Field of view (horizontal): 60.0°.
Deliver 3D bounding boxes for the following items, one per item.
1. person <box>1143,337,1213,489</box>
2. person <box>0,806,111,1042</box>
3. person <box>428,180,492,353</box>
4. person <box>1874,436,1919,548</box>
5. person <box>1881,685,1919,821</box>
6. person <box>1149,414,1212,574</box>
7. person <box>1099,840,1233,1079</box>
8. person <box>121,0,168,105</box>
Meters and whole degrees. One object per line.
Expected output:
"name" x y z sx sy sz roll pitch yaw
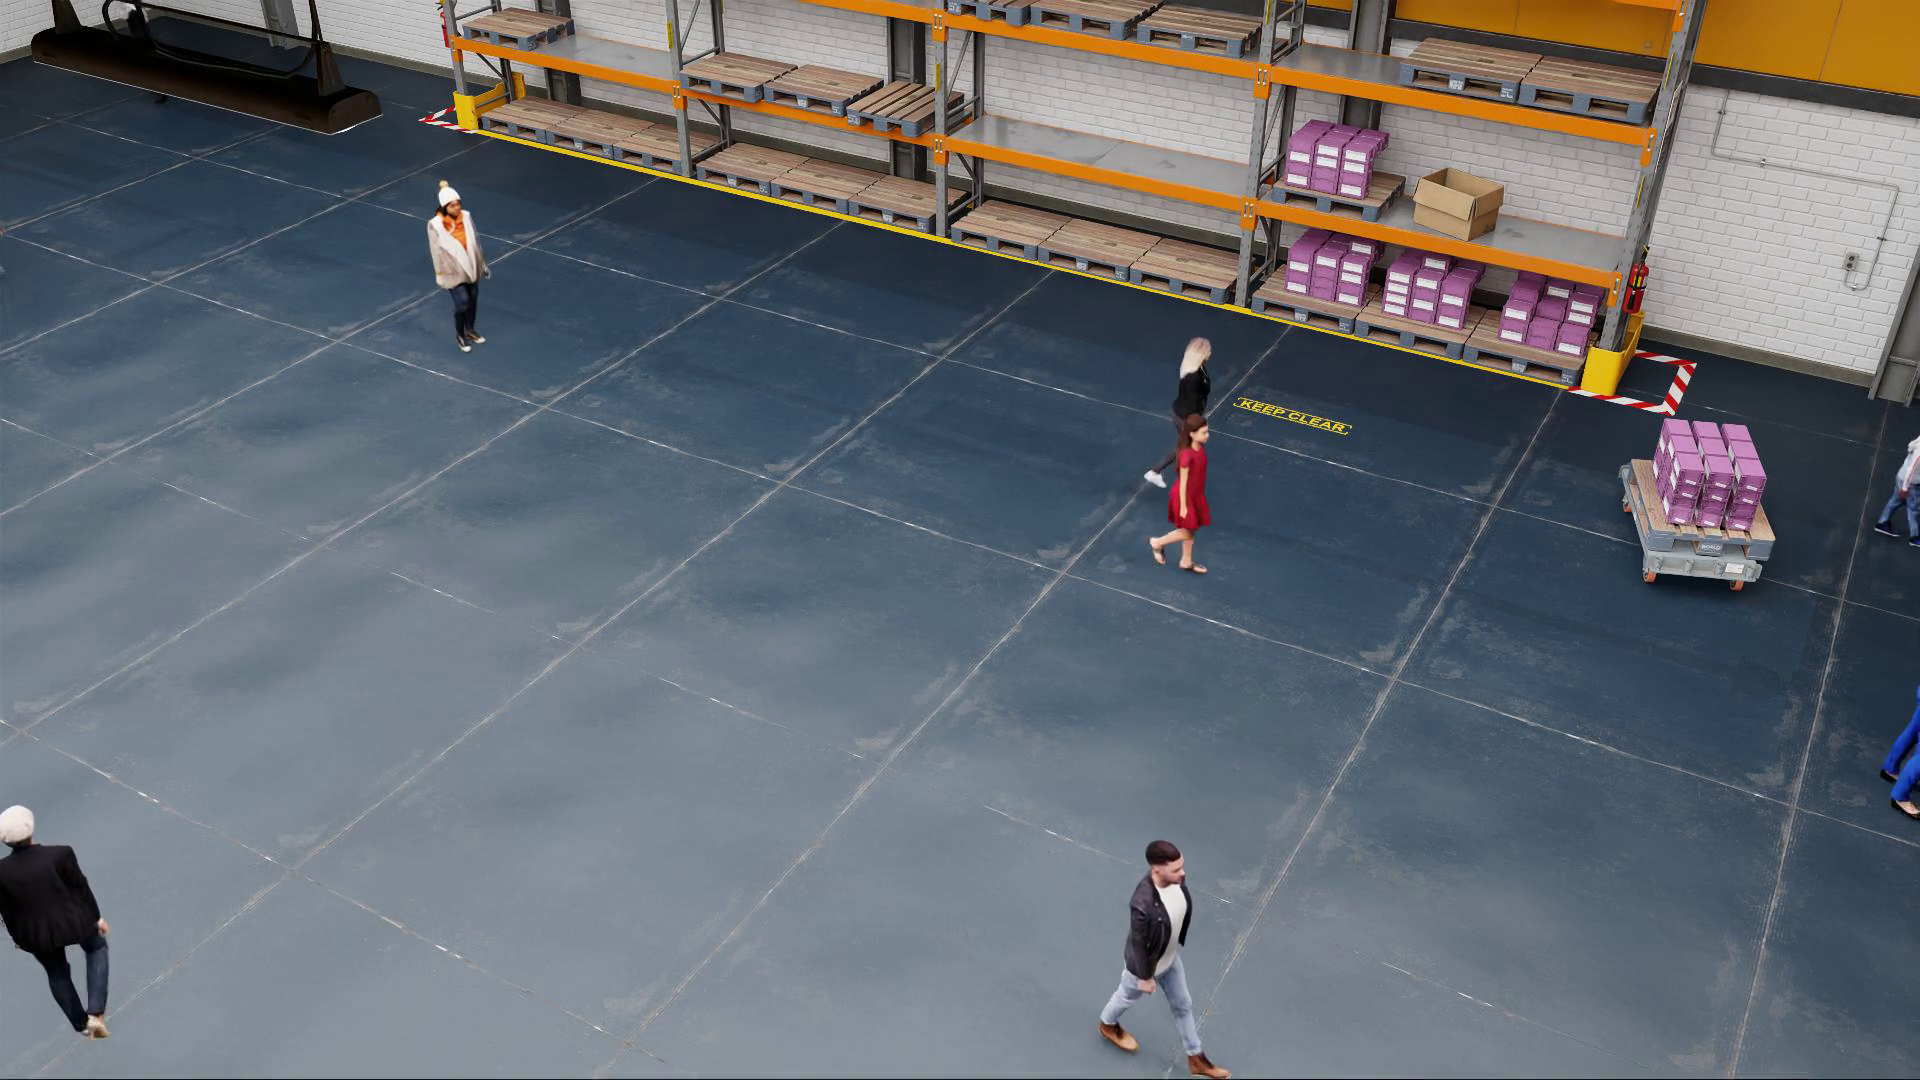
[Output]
"person" 1.991 -1.094 15.235 0.917 1.669 0.838 1 34 2
"person" -5.226 2.306 9.541 0.902 1.773 0.863 -11 35 -16
"person" -5.440 -2.980 17.880 0.683 1.881 0.733 22 39 29
"person" 8.440 -0.571 14.829 0.755 1.246 0.548 23 40 30
"person" 6.949 1.161 11.824 0.674 1.689 0.738 16 37 22
"person" 1.897 -0.401 14.303 0.759 1.546 0.552 16 37 23
"person" 1.060 2.427 9.819 1.156 1.800 0.781 23 40 31
"person" -12.037 -7.346 24.564 0.944 1.754 0.752 -13 36 -18
